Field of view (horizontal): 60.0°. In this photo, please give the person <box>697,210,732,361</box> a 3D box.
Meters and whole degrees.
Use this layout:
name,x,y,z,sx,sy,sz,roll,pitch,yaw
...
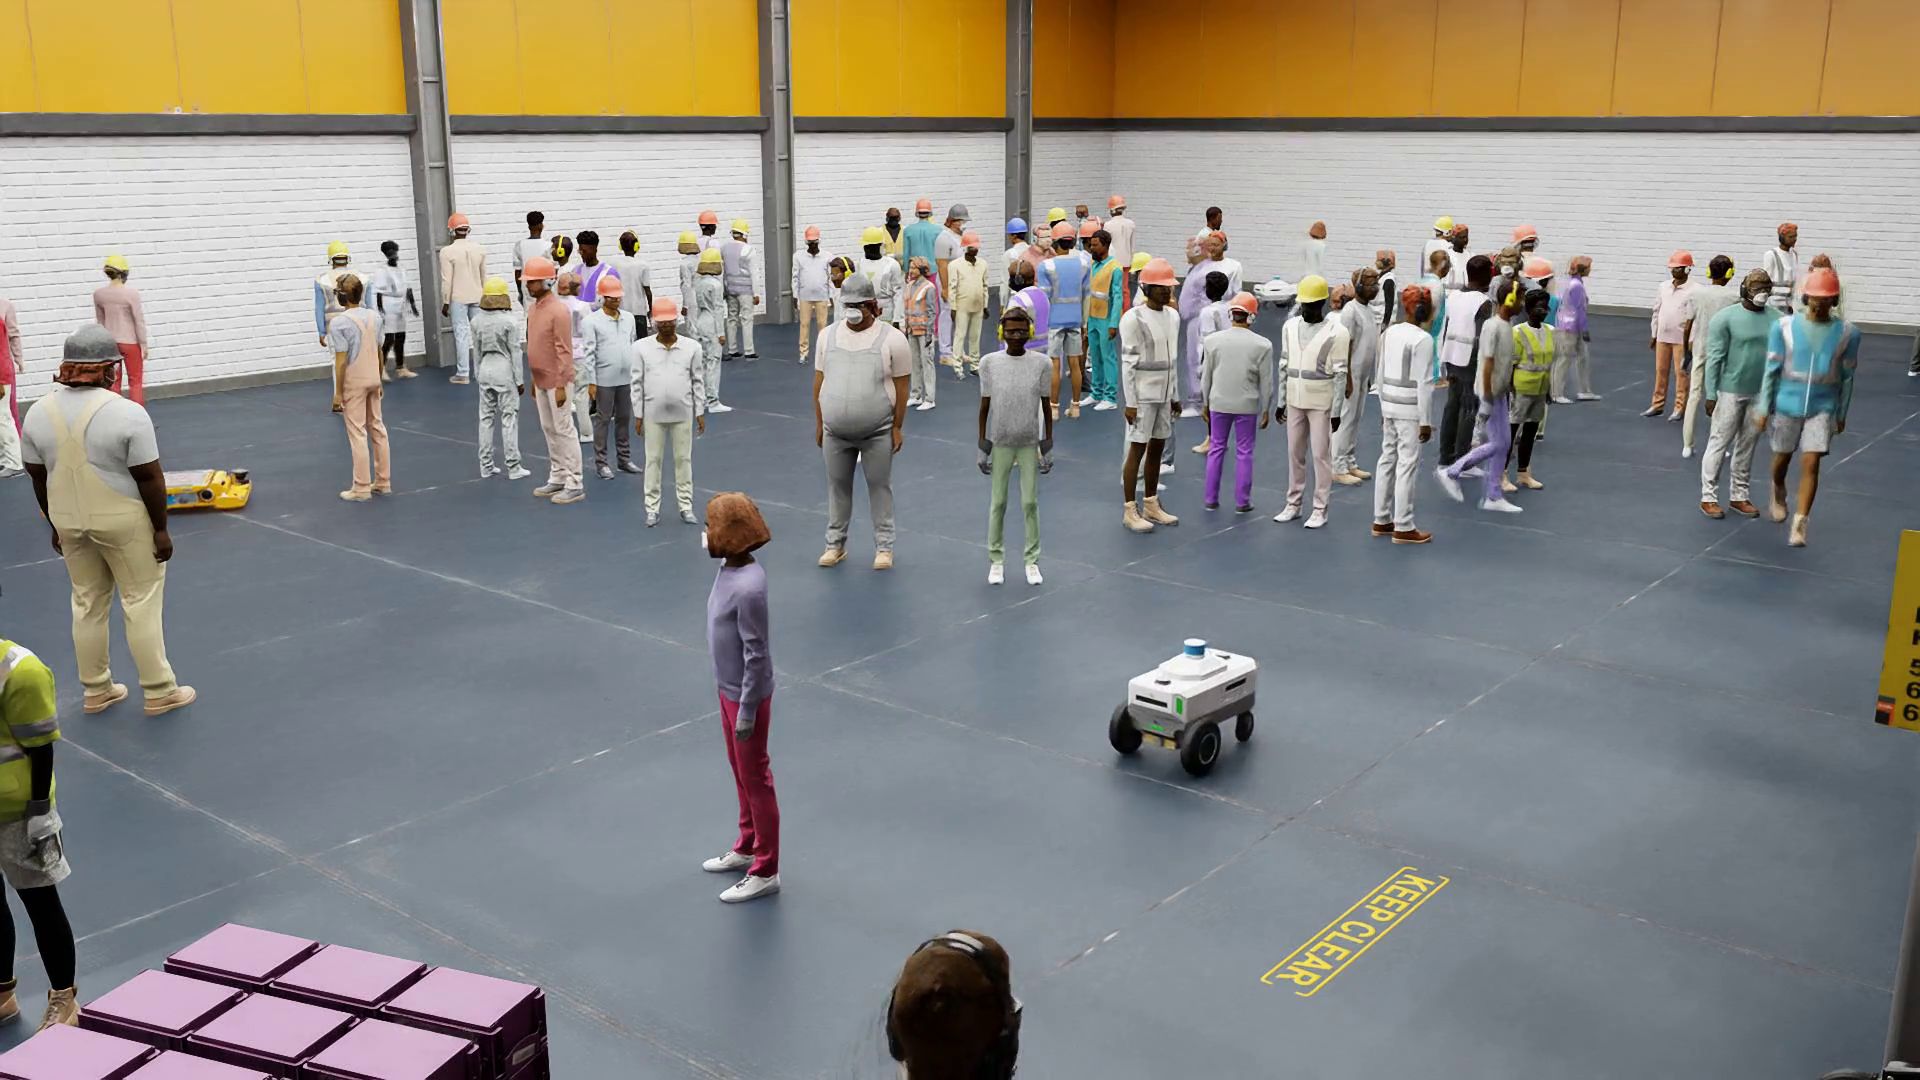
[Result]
name,x,y,z,sx,sy,sz,roll,pitch,yaw
person,-3.226,-3.272,21.456,0.544,1.939,0.355,12,18,40

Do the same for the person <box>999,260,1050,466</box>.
name,x,y,z,sx,sy,sz,roll,pitch,yaw
person,0.567,-1.588,14.944,0.430,1.836,0.626,7,16,27

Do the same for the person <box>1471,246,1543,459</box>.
name,x,y,z,sx,sy,sz,roll,pitch,yaw
person,4.980,-1.714,15.229,0.629,1.940,0.378,6,15,24

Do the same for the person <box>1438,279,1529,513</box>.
name,x,y,z,sx,sy,sz,roll,pitch,yaw
person,4.195,-1.141,13.142,0.588,1.838,0.560,9,17,33

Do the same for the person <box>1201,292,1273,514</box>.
name,x,y,z,sx,sy,sz,roll,pitch,yaw
person,2.178,-1.075,13.082,0.574,1.738,0.353,6,15,21

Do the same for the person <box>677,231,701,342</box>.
name,x,y,z,sx,sy,sz,roll,pitch,yaw
person,-3.288,-2.897,20.355,0.321,1.743,0.488,4,15,17

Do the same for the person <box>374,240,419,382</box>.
name,x,y,z,sx,sy,sz,roll,pitch,yaw
person,-6.748,-2.738,19.854,0.363,1.683,0.677,4,15,15

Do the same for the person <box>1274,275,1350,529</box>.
name,x,y,z,sx,sy,sz,roll,pitch,yaw
person,2.649,-1.048,12.616,0.393,1.918,0.585,-13,19,-42

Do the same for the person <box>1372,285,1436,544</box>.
name,x,y,z,sx,sy,sz,roll,pitch,yaw
person,3.260,-0.918,12.161,0.349,1.882,0.577,-5,15,-18

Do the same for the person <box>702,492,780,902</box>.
name,x,y,z,sx,sy,sz,roll,pitch,yaw
person,-0.873,0.610,6.563,0.280,1.633,0.502,-5,15,-19

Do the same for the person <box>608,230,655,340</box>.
name,x,y,z,sx,sy,sz,roll,pitch,yaw
person,-3.627,-2.489,18.469,0.508,1.872,0.329,2,14,6

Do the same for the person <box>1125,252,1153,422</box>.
name,x,y,z,sx,sy,sz,roll,pitch,yaw
person,1.866,-2.022,16.832,0.342,1.758,0.526,-2,14,-9

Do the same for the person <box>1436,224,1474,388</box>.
name,x,y,z,sx,sy,sz,roll,pitch,yaw
person,5.747,-2.723,19.374,0.573,1.883,0.353,-7,16,-26

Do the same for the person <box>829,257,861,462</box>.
name,x,y,z,sx,sy,sz,roll,pitch,yaw
person,-1.015,-1.629,15.073,0.344,1.856,0.525,-9,17,-33

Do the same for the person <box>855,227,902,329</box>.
name,x,y,z,sx,sy,sz,roll,pitch,yaw
person,-0.924,-2.476,18.303,0.592,1.922,0.379,8,16,28

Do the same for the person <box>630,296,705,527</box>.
name,x,y,z,sx,sy,sz,roll,pitch,yaw
person,-2.215,-0.975,12.649,0.561,1.753,0.332,-4,15,-15

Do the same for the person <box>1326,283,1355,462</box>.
name,x,y,z,sx,sy,sz,roll,pitch,yaw
person,3.379,-1.465,14.843,0.306,1.639,0.524,-2,14,-8

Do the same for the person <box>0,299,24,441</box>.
name,x,y,z,sx,sy,sz,roll,pitch,yaw
person,-8.946,-1.656,15.365,0.525,1.760,0.340,-13,19,-41

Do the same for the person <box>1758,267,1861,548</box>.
name,x,y,z,sx,sy,sz,roll,pitch,yaw
person,6.245,-1.010,12.279,0.611,2.018,0.936,7,16,25

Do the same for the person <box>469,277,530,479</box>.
name,x,y,z,sx,sy,sz,roll,pitch,yaw
person,-3.985,-1.399,14.394,0.484,1.736,0.339,5,15,19

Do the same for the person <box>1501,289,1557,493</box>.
name,x,y,z,sx,sy,sz,roll,pitch,yaw
person,4.720,-1.238,13.819,0.538,1.695,0.319,-7,16,-27

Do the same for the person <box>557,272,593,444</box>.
name,x,y,z,sx,sy,sz,roll,pitch,yaw
person,-3.718,-1.740,15.948,0.515,1.636,0.315,6,15,24

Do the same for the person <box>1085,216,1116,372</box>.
name,x,y,z,sx,sy,sz,roll,pitch,yaw
person,1.652,-3.037,20.583,0.407,1.910,0.638,-6,15,-22

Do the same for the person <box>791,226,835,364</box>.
name,x,y,z,sx,sy,sz,roll,pitch,yaw
person,-1.875,-3.133,21.273,0.560,1.752,0.324,-2,14,-6

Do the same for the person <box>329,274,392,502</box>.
name,x,y,z,sx,sy,sz,roll,pitch,yaw
person,-4.881,-1.233,13.497,0.345,1.847,0.507,6,15,24

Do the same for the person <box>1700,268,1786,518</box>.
name,x,y,z,sx,sy,sz,roll,pitch,yaw
person,6.069,-1.131,12.900,0.636,1.938,0.355,-2,14,-10

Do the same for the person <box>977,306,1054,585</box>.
name,x,y,z,sx,sy,sz,roll,pitch,yaw
person,0.368,-0.621,11.026,0.508,1.862,0.326,0,14,1

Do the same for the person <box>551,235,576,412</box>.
name,x,y,z,sx,sy,sz,roll,pitch,yaw
person,-4.179,-2.294,17.683,0.328,1.874,0.521,-1,14,-2

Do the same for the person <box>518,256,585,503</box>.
name,x,y,z,sx,sy,sz,roll,pitch,yaw
person,-3.331,-1.295,13.459,0.403,1.987,0.617,-11,18,-38

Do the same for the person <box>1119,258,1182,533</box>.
name,x,y,z,sx,sy,sz,roll,pitch,yaw
person,1.459,-1.087,12.514,0.605,2.044,0.375,-14,19,-43

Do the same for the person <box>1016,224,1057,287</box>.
name,x,y,z,sx,sy,sz,roll,pitch,yaw
person,0.929,-2.635,18.976,0.644,1.907,0.399,-11,18,-38

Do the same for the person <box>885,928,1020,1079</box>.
name,x,y,z,sx,sy,sz,roll,pitch,yaw
person,-0.054,1.510,2.665,0.513,1.794,0.954,5,15,20

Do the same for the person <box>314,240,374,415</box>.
name,x,y,z,sx,sy,sz,roll,pitch,yaw
person,-6.488,-2.237,17.565,0.591,1.824,0.405,-9,17,-32

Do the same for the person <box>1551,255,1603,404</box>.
name,x,y,z,sx,sy,sz,roll,pitch,yaw
person,6.803,-2.277,18.123,0.665,1.616,0.537,5,15,20

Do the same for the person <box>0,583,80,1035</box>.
name,x,y,z,sx,sy,sz,roll,pitch,yaw
person,-3.156,0.864,5.417,0.534,1.698,0.318,4,15,15

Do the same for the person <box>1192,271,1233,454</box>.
name,x,y,z,sx,sy,sz,roll,pitch,yaw
person,2.357,-1.641,15.429,0.316,1.695,0.542,10,17,34

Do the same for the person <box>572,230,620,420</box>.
name,x,y,z,sx,sy,sz,roll,pitch,yaw
person,-3.770,-2.220,17.211,0.604,1.959,0.376,8,16,30

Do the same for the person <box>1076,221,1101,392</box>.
name,x,y,z,sx,sy,sz,roll,pitch,yaw
person,1.472,-2.665,19.032,0.356,1.937,0.552,0,14,1

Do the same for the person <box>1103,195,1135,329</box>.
name,x,y,z,sx,sy,sz,roll,pitch,yaw
person,2.312,-4.075,24.548,0.612,1.997,0.376,-10,17,-35
